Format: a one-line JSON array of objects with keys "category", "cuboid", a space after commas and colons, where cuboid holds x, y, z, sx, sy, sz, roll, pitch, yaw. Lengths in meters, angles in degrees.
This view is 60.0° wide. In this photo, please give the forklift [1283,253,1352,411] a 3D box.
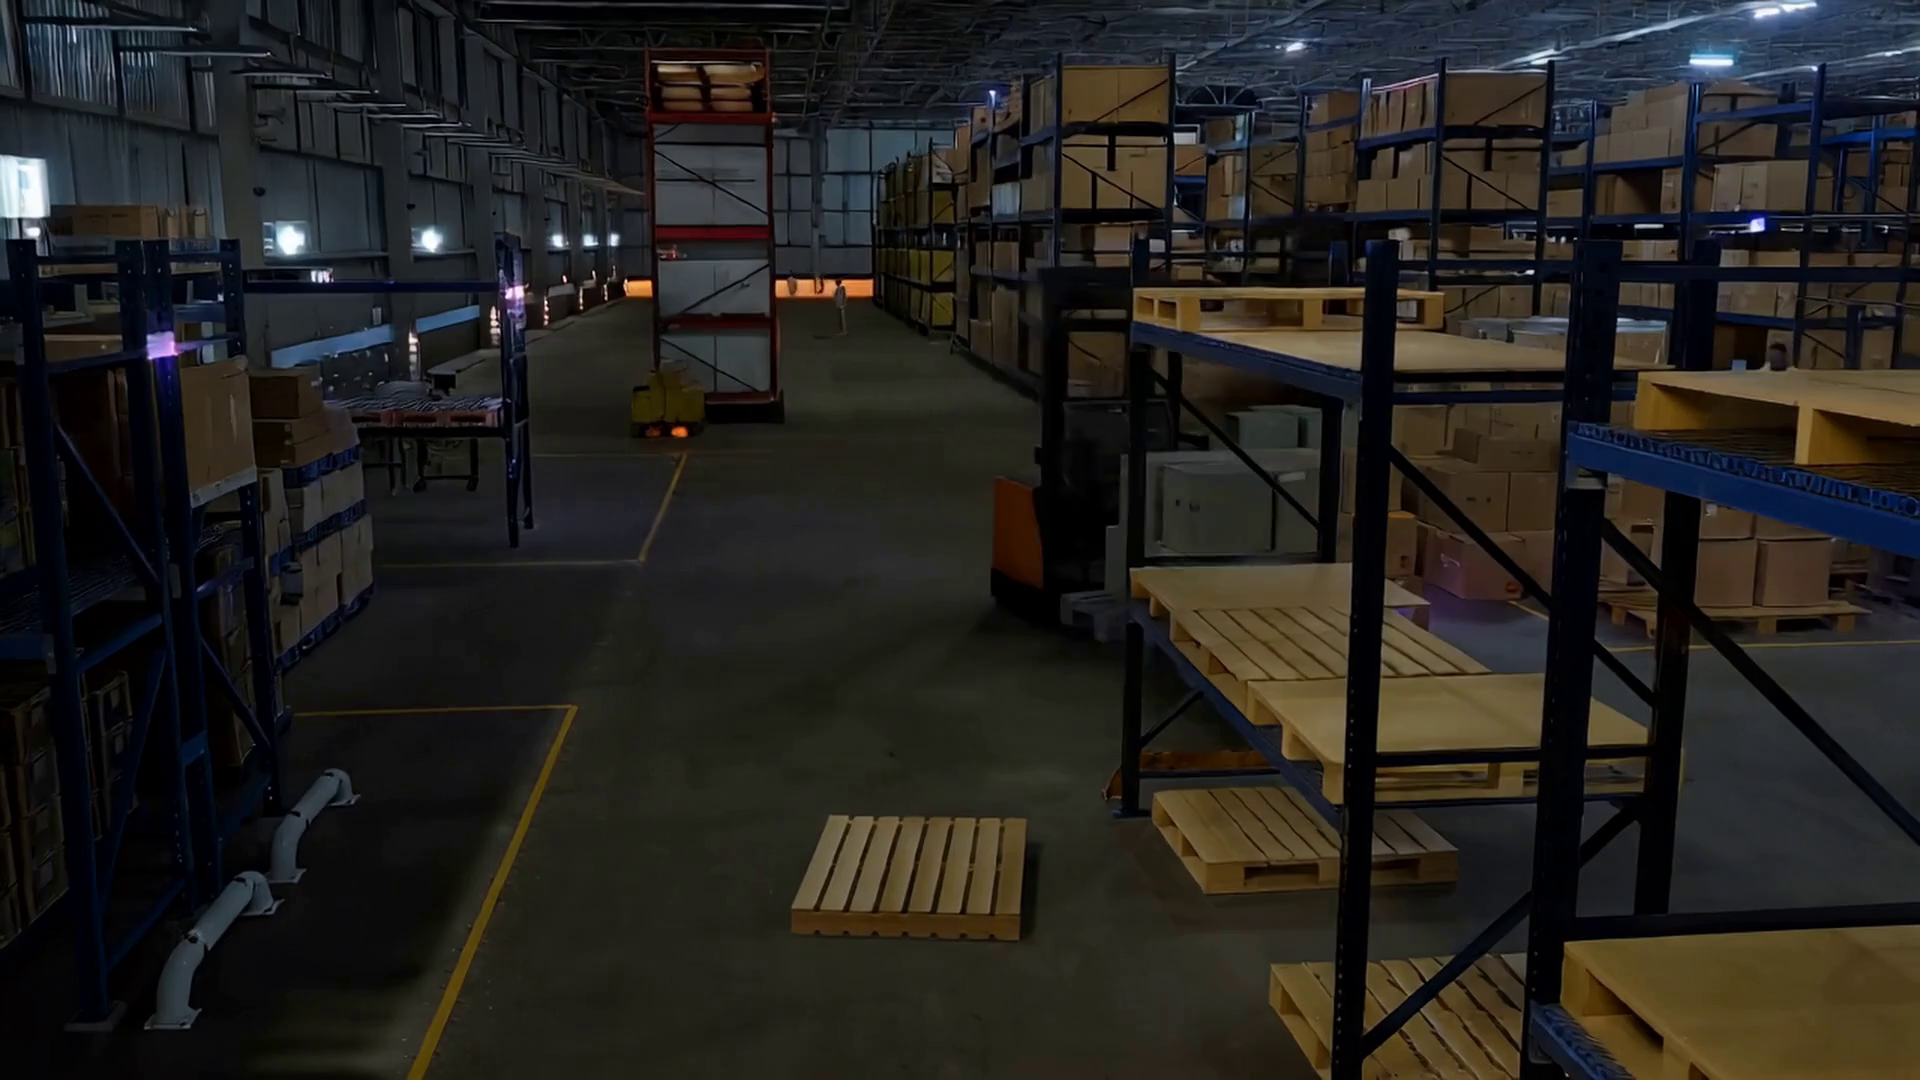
[{"category": "forklift", "cuboid": [5.771, -3.225, 26.802, 1.129, 2.768, 1.873, 7, 12, 34]}]

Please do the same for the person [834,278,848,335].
[{"category": "person", "cuboid": [-3.841, -7.518, 53.510, 0.430, 1.837, 0.627, -7, 13, -35]}]

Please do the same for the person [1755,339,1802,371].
[{"category": "person", "cuboid": [9.366, -1.373, 19.272, 0.840, 1.886, 0.633, -6, 12, -30]}]

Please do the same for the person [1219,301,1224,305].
[{"category": "person", "cuboid": [9.571, -8.799, 60.782, 0.315, 1.769, 0.525, 8, 13, 37]}]

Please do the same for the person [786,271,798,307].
[{"category": "person", "cuboid": [-7.661, -11.412, 75.642, 0.547, 1.630, 0.450, 3, 11, 18]}]

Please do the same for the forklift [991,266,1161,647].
[{"category": "forklift", "cuboid": [1.071, -0.753, 13.108, 1.129, 2.768, 1.873, -4, 11, -22]}]

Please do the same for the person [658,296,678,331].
[{"category": "person", "cuboid": [-7.684, -5.810, 43.802, 0.590, 1.916, 0.393, -3, 11, -14]}]

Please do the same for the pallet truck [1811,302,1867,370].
[{"category": "pallet truck", "cuboid": [15.846, -3.142, 28.793, 1.885, 1.965, 0.823, 2, 10, 12]}]
